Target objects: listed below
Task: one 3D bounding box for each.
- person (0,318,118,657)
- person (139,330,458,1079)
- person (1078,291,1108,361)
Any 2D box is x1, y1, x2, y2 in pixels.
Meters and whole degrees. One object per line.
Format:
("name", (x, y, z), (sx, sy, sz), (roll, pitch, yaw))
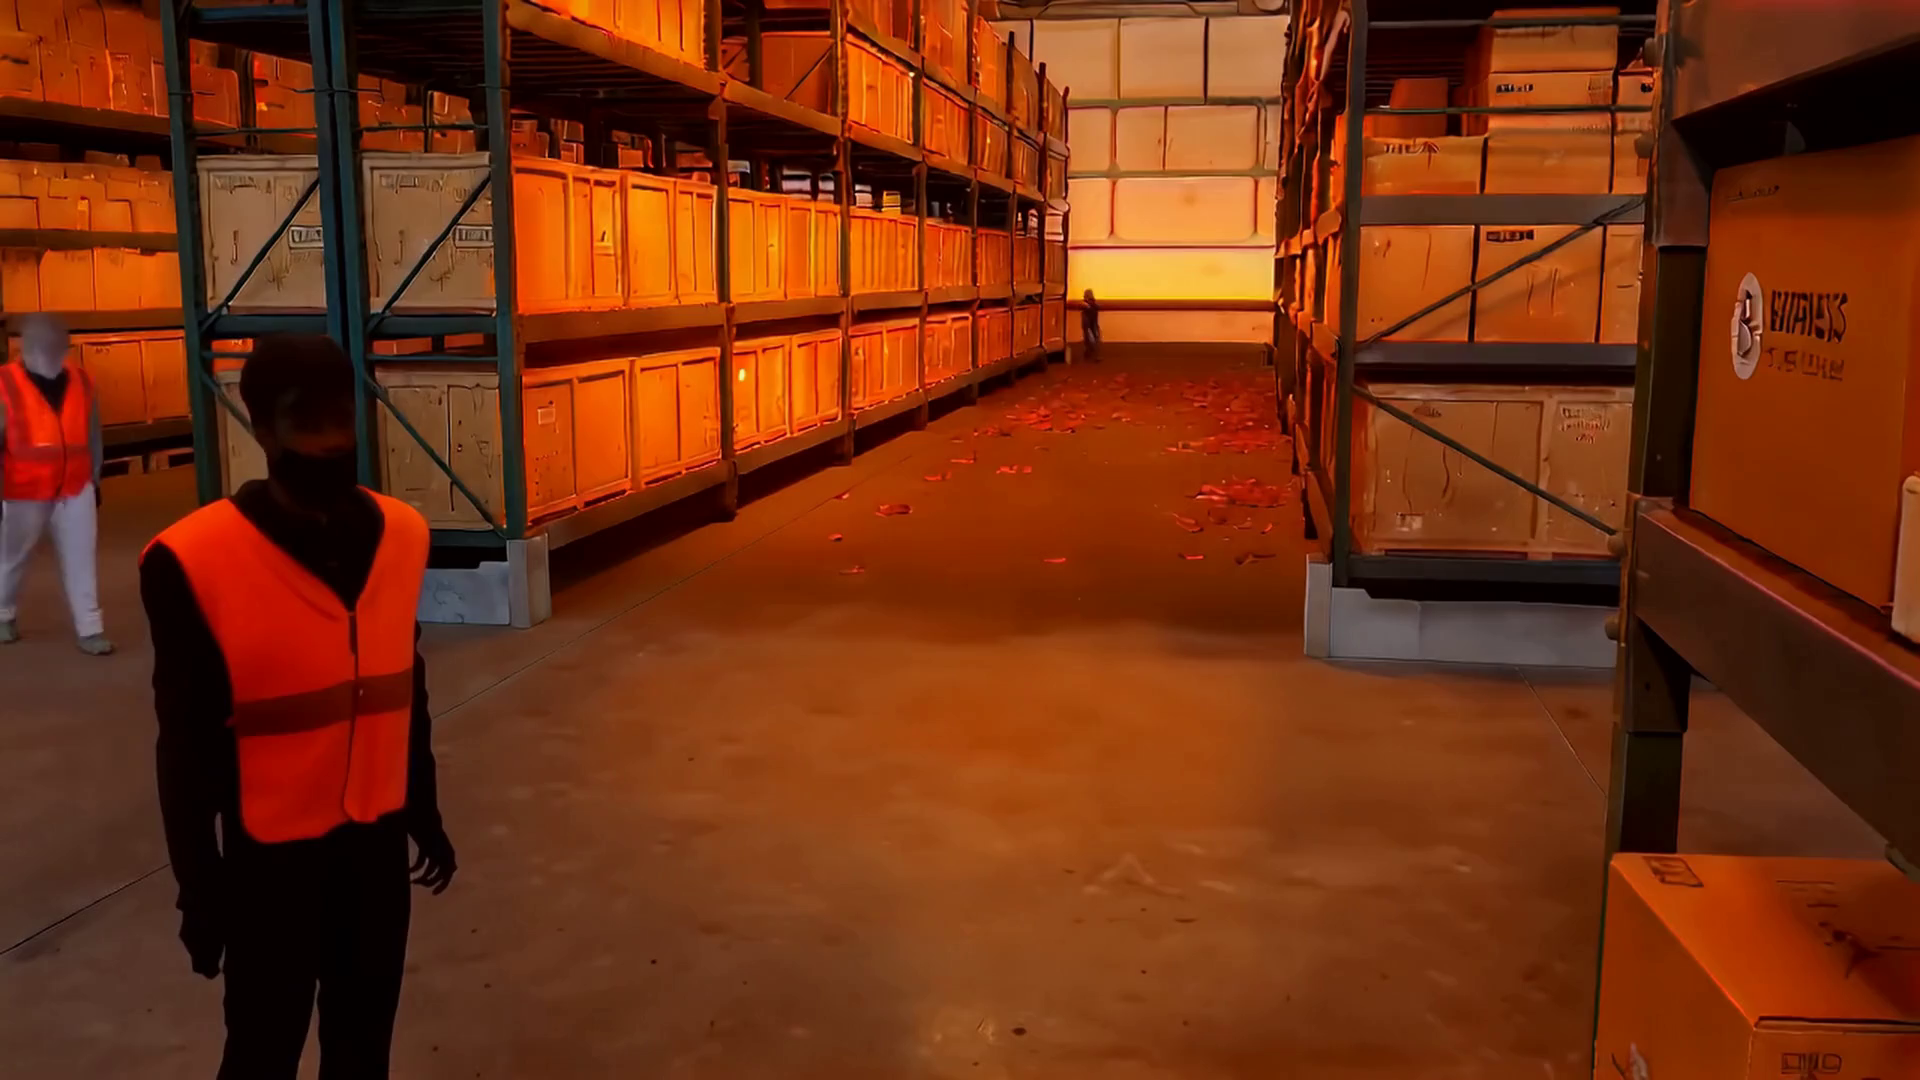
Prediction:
("person", (-4.919, -0.293, 8.896), (0.961, 1.797, 0.655), (7, 12, 38))
("person", (-1.236, 0.564, 3.165), (0.372, 1.916, 0.597), (5, 11, 29))
("person", (3.013, -4.837, 37.688), (0.567, 1.610, 0.586), (-7, 11, -36))
